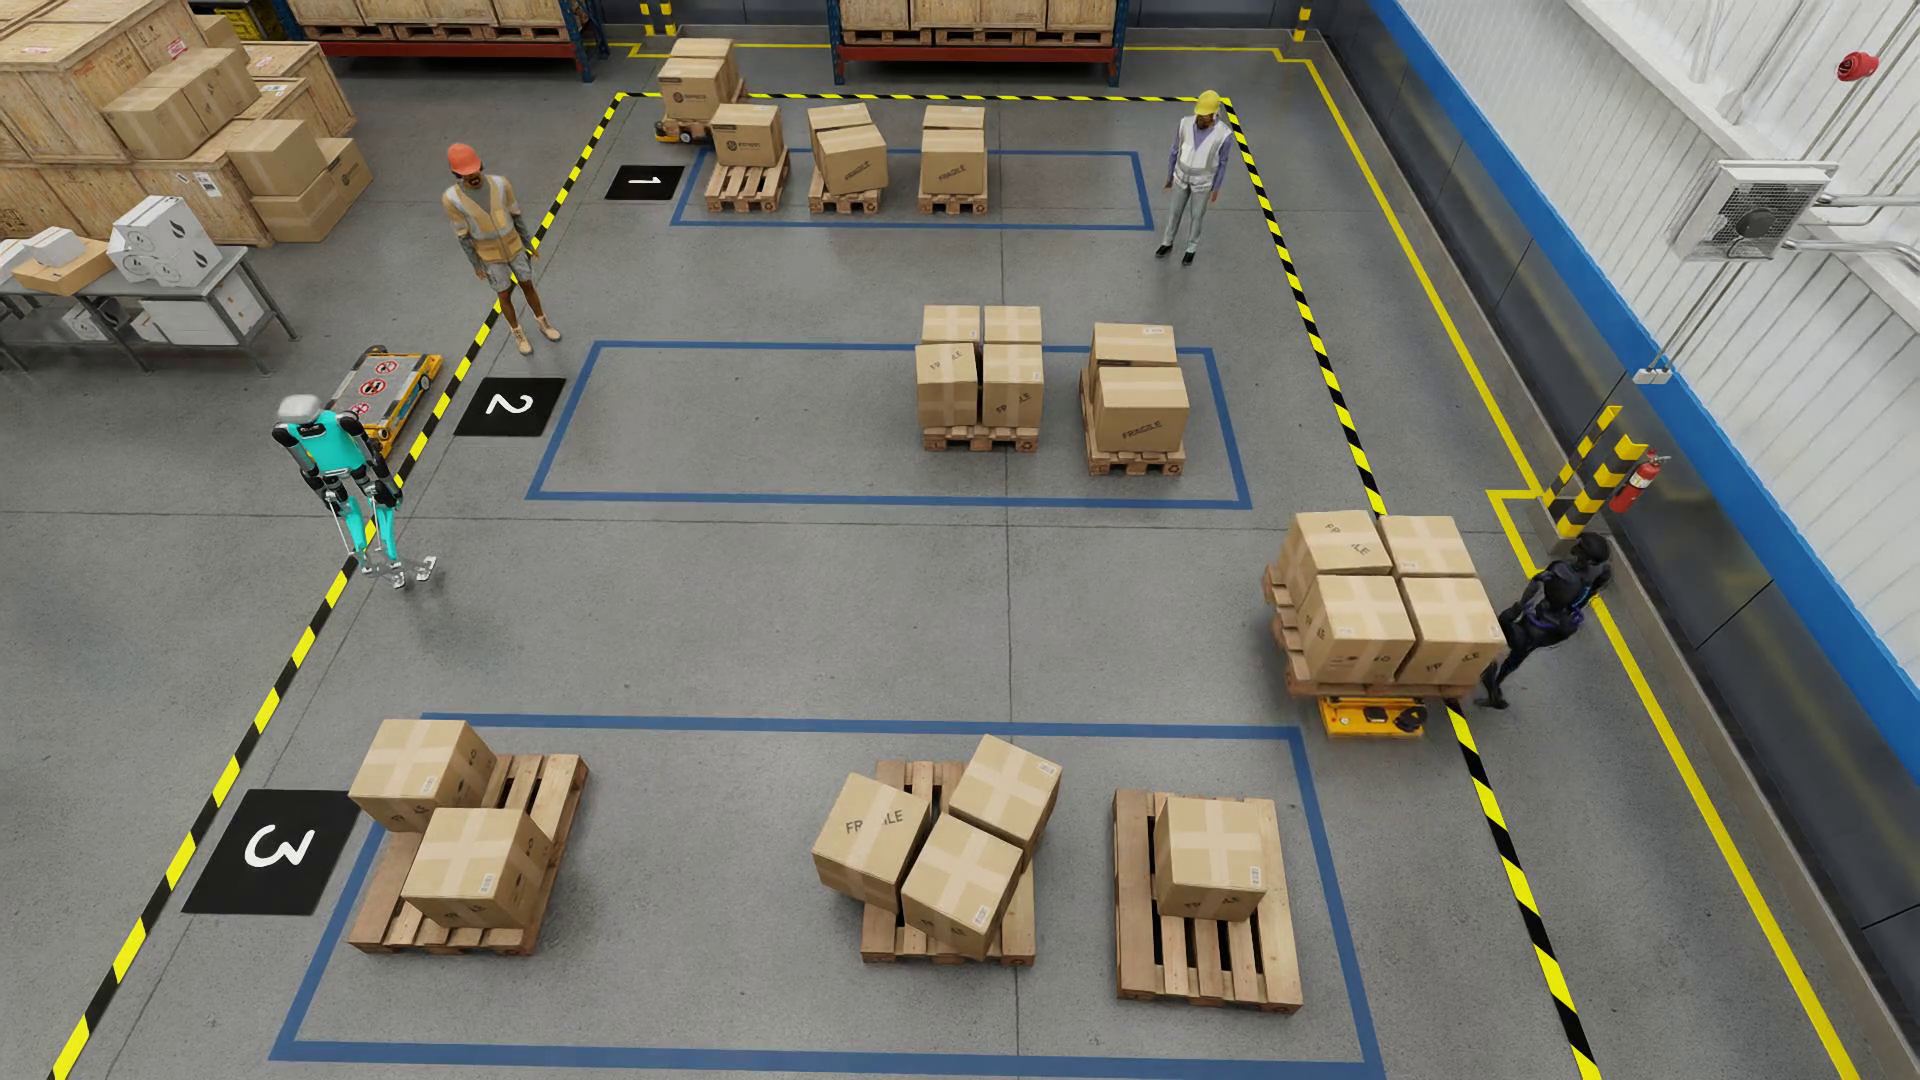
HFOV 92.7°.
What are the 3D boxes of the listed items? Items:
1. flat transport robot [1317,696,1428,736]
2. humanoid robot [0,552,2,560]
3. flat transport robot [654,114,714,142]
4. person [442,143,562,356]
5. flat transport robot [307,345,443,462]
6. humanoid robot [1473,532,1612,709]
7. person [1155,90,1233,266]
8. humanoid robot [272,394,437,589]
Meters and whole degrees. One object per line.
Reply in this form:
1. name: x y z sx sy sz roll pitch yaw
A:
1. flat transport robot: 2.871 0.750 6.714 0.652 0.197 1.431 1 50 1
2. humanoid robot: -7.987 -0.404 6.774 0.538 1.791 0.855 -36 59 -27
3. flat transport robot: -3.209 -5.443 11.955 1.431 0.197 0.652 1 50 1
4. person: -4.223 -2.661 8.457 0.605 2.045 0.375 -35 58 -26
5. flat transport robot: -5.383 -1.269 8.441 0.659 0.231 1.431 1 50 1
6. humanoid robot: 3.788 0.575 5.955 0.603 1.642 0.437 -7 50 -6
7. person: 2.419 -3.730 9.498 0.594 1.831 0.403 25 54 20
8. humanoid robot: -4.282 -0.204 6.489 0.533 1.677 0.735 -11 51 -9
